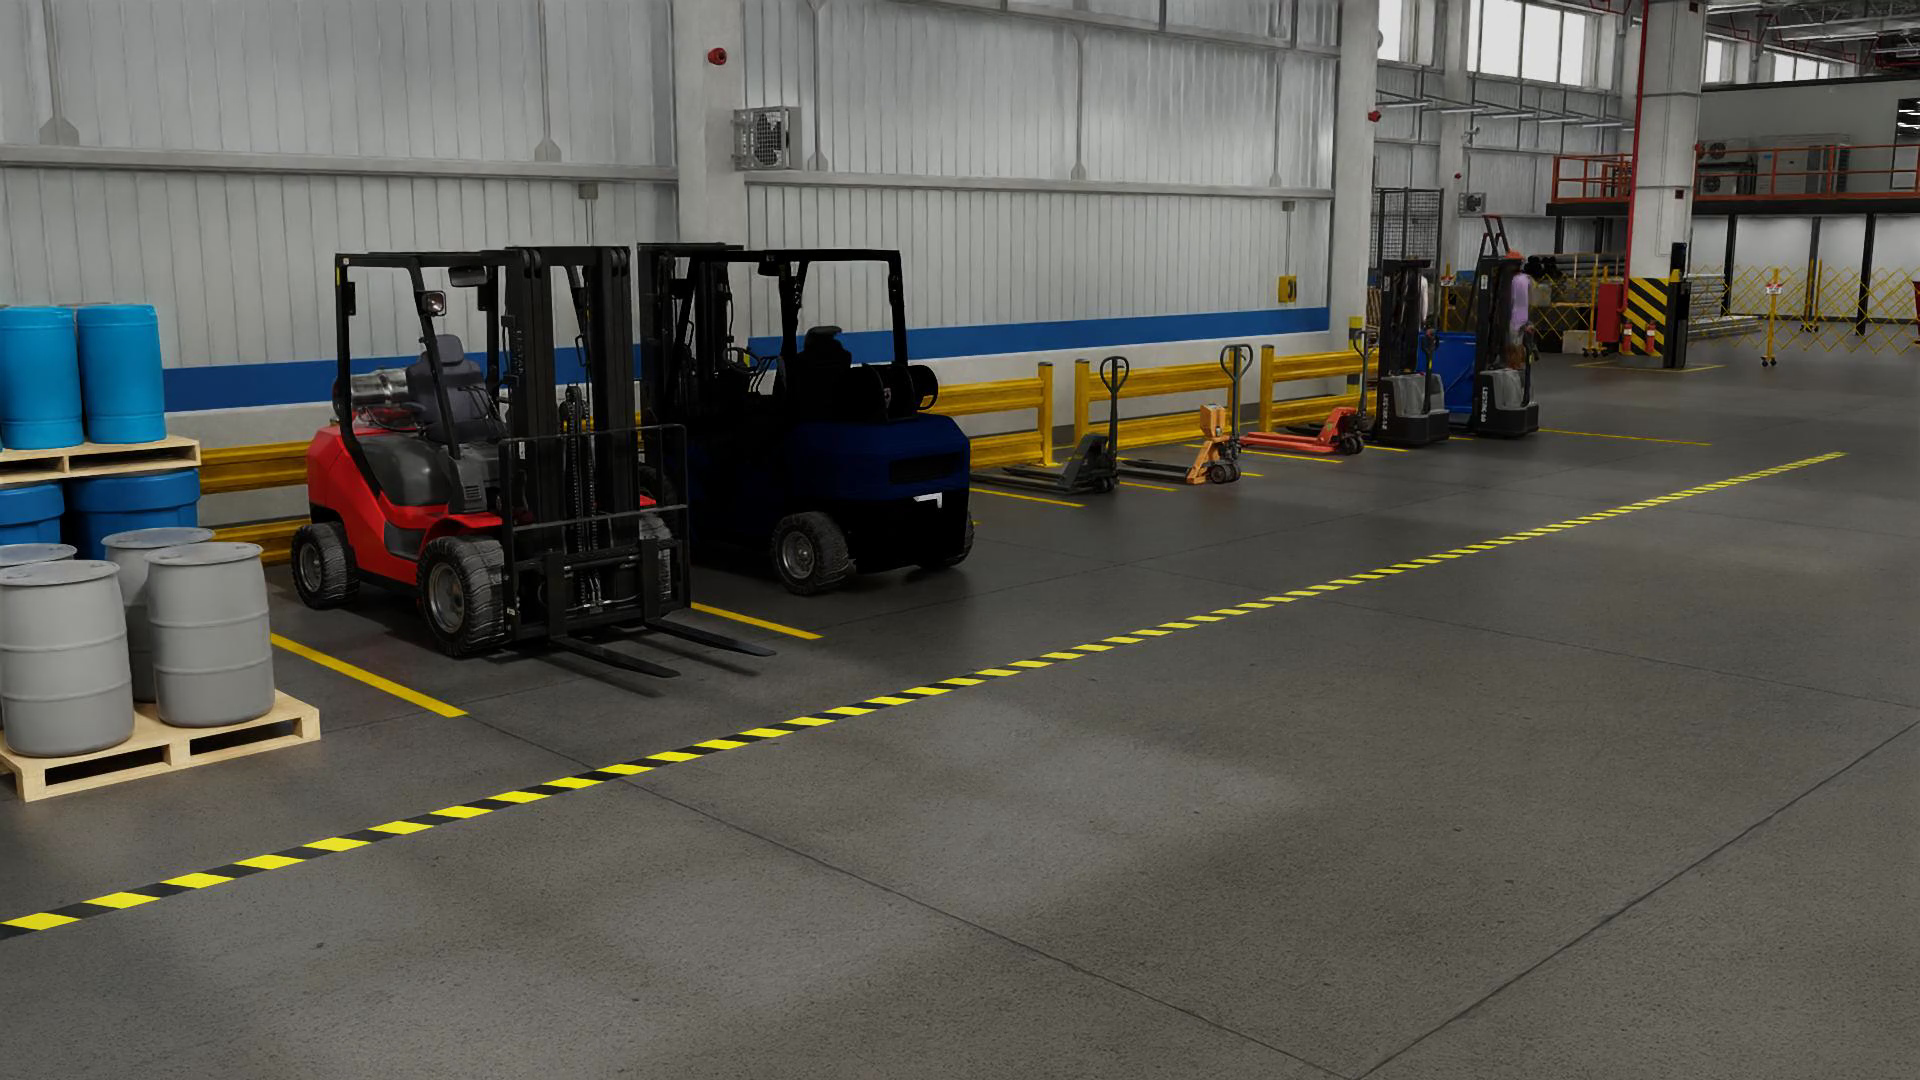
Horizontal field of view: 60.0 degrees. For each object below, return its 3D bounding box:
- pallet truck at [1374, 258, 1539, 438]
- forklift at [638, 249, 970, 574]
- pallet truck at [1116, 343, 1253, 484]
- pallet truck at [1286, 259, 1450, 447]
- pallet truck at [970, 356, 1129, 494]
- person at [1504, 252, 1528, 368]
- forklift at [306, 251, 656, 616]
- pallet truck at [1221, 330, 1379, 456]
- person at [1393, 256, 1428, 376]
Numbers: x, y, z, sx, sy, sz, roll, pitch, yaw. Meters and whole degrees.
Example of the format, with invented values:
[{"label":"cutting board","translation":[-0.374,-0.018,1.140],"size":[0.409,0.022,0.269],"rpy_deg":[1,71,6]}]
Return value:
[{"label":"pallet truck","translation":[5.704,-2.208,18.901],"size":[1.885,1.965,0.823],"rpy_deg":[10,14,43]},{"label":"forklift","translation":[-1.173,-0.958,11.239],"size":[2.680,1.987,1.157],"rpy_deg":[10,14,43]},{"label":"pallet truck","translation":[1.962,-1.215,15.415],"size":[1.522,1.261,0.704],"rpy_deg":[10,14,43]},{"label":"pallet truck","translation":[4.493,-2.078,18.196],"size":[0.823,1.965,1.885],"rpy_deg":[-9,14,-40]},{"label":"pallet truck","translation":[0.784,-1.085,14.876],"size":[0.680,1.201,1.601],"rpy_deg":[-10,14,-44]},{"label":"person","translation":[7.967,-3.115,23.864],"size":[0.419,1.999,0.704],"rpy_deg":[7,13,34]},{"label":"forklift","translation":[-2.833,-0.669,9.694],"size":[1.157,1.987,2.680],"rpy_deg":[-10,14,-44]},{"label":"pallet truck","translation":[3.563,-1.581,17.381],"size":[0.653,1.274,1.630],"rpy_deg":[-10,14,-44]},{"label":"person","translation":[7.146,-3.576,26.617],"size":[0.651,1.904,0.403],"rpy_deg":[3,11,17]}]
